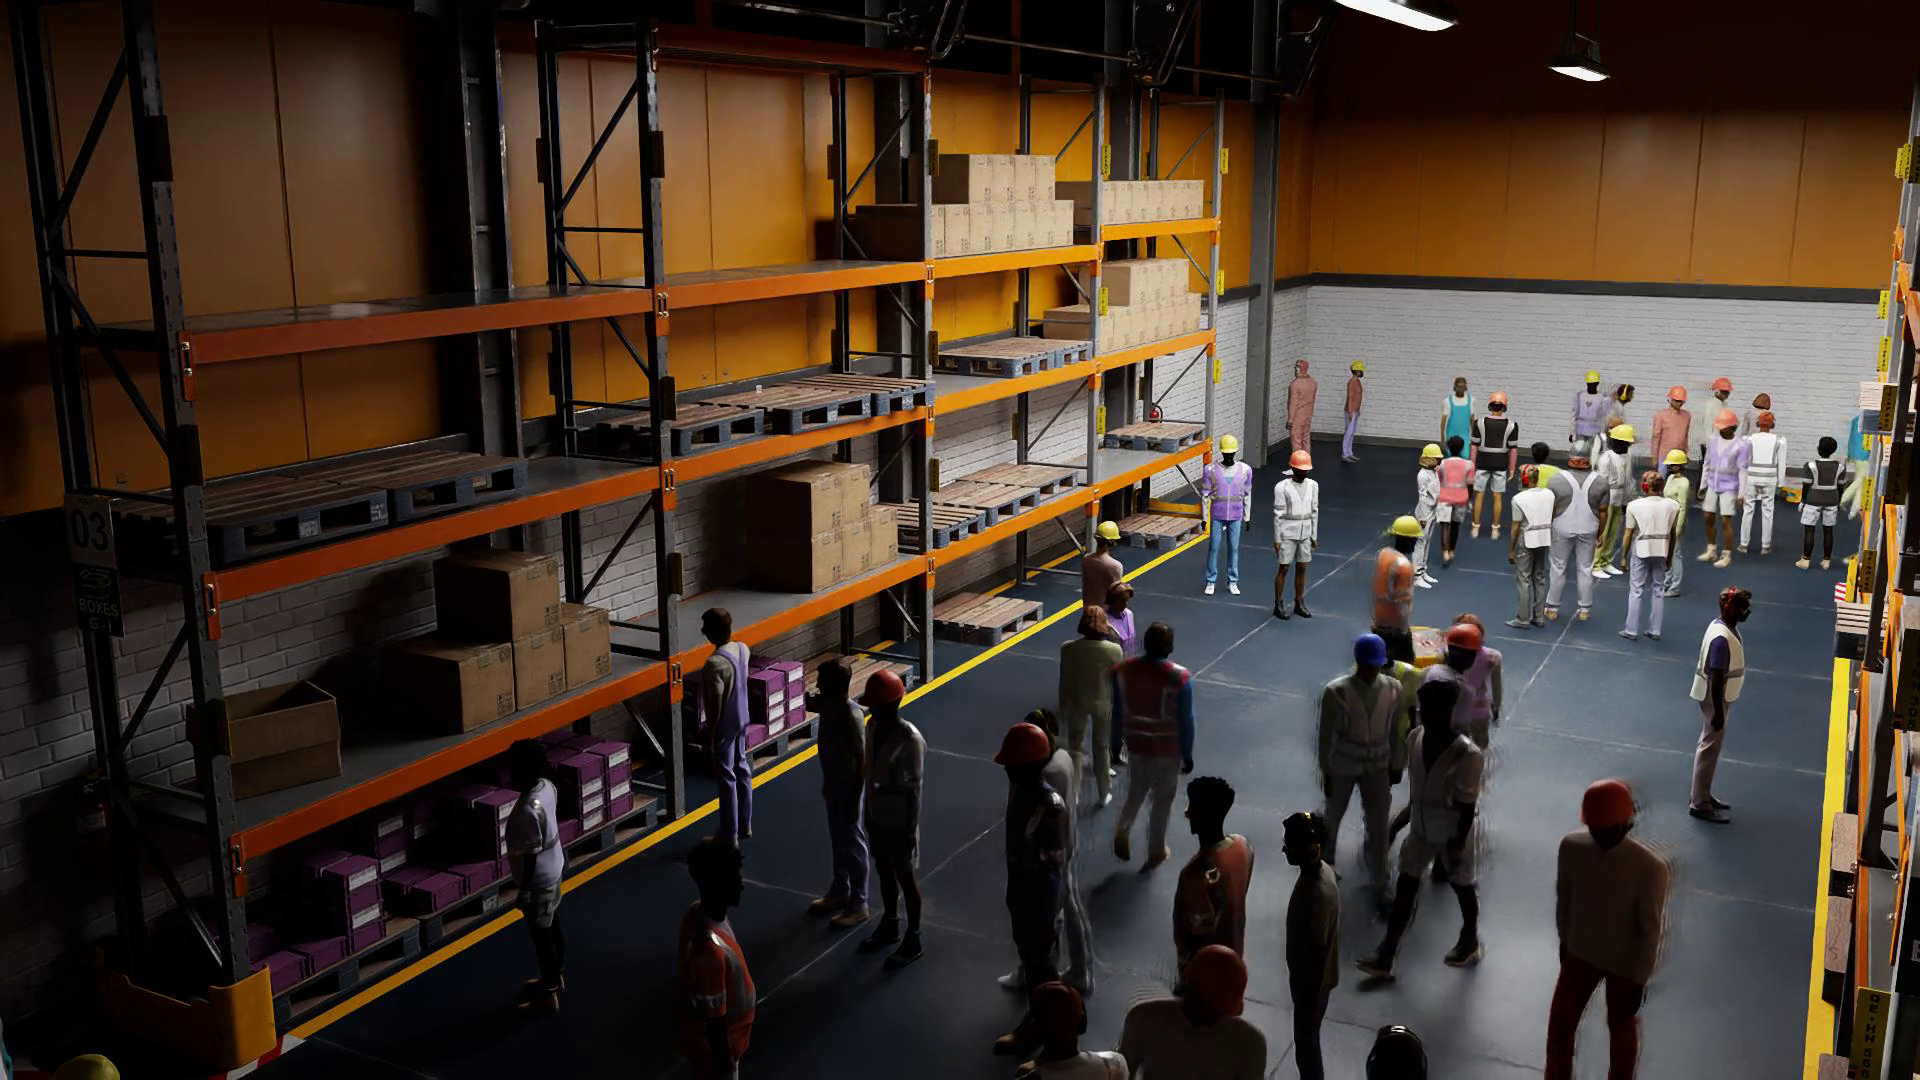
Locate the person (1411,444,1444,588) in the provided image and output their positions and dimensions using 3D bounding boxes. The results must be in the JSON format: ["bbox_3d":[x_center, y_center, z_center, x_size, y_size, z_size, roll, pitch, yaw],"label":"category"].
[{"bbox_3d":[5.665,-0.302,20.134,0.294,1.744,0.486,7,14,29],"label":"person"}]

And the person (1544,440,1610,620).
[{"bbox_3d":[6.867,-0.119,18.641,0.688,2.000,0.539,2,13,8],"label":"person"}]

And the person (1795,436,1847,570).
[{"bbox_3d":[10.845,-0.465,20.957,0.541,1.700,0.315,1,13,4],"label":"person"}]

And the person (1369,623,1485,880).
[{"bbox_3d":[3.297,1.517,11.635,0.728,1.900,0.584,-4,13,-19],"label":"person"}]

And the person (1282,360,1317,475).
[{"bbox_3d":[5.593,-2.020,27.455,0.648,1.907,0.409,-12,18,-44],"label":"person"}]

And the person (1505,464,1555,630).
[{"bbox_3d":[6.258,0.078,18.255,0.561,1.827,0.423,-6,14,-25],"label":"person"}]

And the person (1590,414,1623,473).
[{"bbox_3d":[9.138,-0.971,23.420,0.547,1.618,0.423,0,13,2],"label":"person"}]

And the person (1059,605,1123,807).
[{"bbox_3d":[1.032,1.317,13.159,0.506,1.624,0.297,1,13,5],"label":"person"}]

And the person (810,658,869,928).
[{"bbox_3d":[-0.789,1.669,11.087,0.351,1.843,0.506,-6,14,-27],"label":"person"}]

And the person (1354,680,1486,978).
[{"bbox_3d":[2.945,1.803,10.323,1.000,1.913,0.632,-8,15,-33],"label":"person"}]

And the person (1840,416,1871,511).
[{"bbox_3d":[13.297,-1.274,24.566,0.621,1.714,0.592,1,13,3],"label":"person"}]

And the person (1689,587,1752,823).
[{"bbox_3d":[5.882,1.254,12.935,0.372,1.843,0.570,6,14,26],"label":"person"}]

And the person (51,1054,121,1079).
[{"bbox_3d":[-3.215,2.769,6.215,0.403,1.824,0.591,0,13,0],"label":"person"}]

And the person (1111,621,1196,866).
[{"bbox_3d":[1.373,1.488,11.935,0.651,1.822,0.536,8,15,32],"label":"person"}]

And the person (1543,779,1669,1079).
[{"bbox_3d":[3.271,2.175,8.549,0.619,1.961,0.816,12,17,43],"label":"person"}]

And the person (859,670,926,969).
[{"bbox_3d":[-0.456,1.747,10.544,0.381,1.928,0.546,-10,16,-37],"label":"person"}]

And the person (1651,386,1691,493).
[{"bbox_3d":[10.086,-1.203,23.602,0.617,1.990,0.393,-4,13,-16],"label":"person"}]

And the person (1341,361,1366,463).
[{"bbox_3d":[6.803,-2.217,28.675,0.340,1.760,0.527,6,14,27],"label":"person"}]

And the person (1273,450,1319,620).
[{"bbox_3d":[3.770,-0.059,18.631,0.546,1.929,0.387,-4,13,-19],"label":"person"}]

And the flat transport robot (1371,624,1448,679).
[{"bbox_3d":[4.728,1.128,17.053,0.652,0.197,1.431,-1,13,-4],"label":"flat transport robot"}]

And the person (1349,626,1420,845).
[{"bbox_3d":[3.176,1.419,12.559,0.540,1.673,0.643,3,13,11],"label":"person"}]

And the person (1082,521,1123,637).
[{"bbox_3d":[1.360,0.689,15.668,0.337,1.760,0.528,-10,16,-37],"label":"person"}]

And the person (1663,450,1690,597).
[{"bbox_3d":[8.413,-0.199,19.647,0.333,1.760,0.526,1,13,4],"label":"person"}]

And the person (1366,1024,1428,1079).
[{"bbox_3d":[1.641,2.724,6.371,0.502,1.841,0.349,0,13,2],"label":"person"}]

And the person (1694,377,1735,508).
[{"bbox_3d":[11.199,-1.418,24.587,0.662,1.974,0.571,-11,16,-40],"label":"person"}]

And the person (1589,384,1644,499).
[{"bbox_3d":[9.887,-1.496,25.395,1.048,1.796,0.581,1,13,2],"label":"person"}]

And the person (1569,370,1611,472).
[{"bbox_3d":[9.783,-1.680,25.886,0.585,1.929,0.371,8,15,33],"label":"person"}]

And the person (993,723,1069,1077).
[{"bbox_3d":[0.384,1.986,9.249,0.417,2.034,0.604,-5,13,-20],"label":"person"}]

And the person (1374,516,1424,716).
[{"bbox_3d":[3.948,0.703,15.245,0.666,1.905,0.605,-2,13,-7],"label":"person"}]

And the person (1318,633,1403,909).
[{"bbox_3d":[2.761,1.554,11.490,0.624,1.899,0.995,-2,13,-7],"label":"person"}]

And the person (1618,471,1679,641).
[{"bbox_3d":[7.352,0.183,17.750,0.561,1.837,0.388,0,13,-2],"label":"person"}]

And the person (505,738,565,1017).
[{"bbox_3d":[-2.535,1.999,9.935,0.319,1.697,0.533,0,13,-2],"label":"person"}]

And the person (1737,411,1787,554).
[{"bbox_3d":[10.506,-0.753,21.834,0.573,1.883,0.354,6,14,24],"label":"person"}]

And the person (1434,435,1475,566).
[{"bbox_3d":[6.276,-0.502,21.211,0.537,1.668,0.817,2,13,9],"label":"person"}]

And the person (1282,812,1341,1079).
[{"bbox_3d":[1.748,2.253,8.438,0.333,1.860,0.510,1,13,6],"label":"person"}]

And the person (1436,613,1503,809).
[{"bbox_3d":[3.967,1.345,13.040,0.534,1.597,0.786,3,13,11],"label":"person"}]

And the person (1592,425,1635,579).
[{"bbox_3d":[8.074,-0.477,20.541,0.582,1.917,0.402,-11,16,-40],"label":"person"}]

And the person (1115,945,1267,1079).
[{"bbox_3d":[0.955,2.524,7.033,0.680,1.944,0.711,3,13,15],"label":"person"}]

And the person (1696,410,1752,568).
[{"bbox_3d":[9.688,-0.653,21.079,0.515,2.014,0.642,-7,14,-28],"label":"person"}]

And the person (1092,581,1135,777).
[{"bbox_3d":[1.290,1.140,13.915,0.311,1.639,0.513,9,16,36],"label":"person"}]

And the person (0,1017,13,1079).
[{"bbox_3d":[-4.213,2.588,7.004,0.429,1.833,0.637,3,13,12],"label":"person"}]

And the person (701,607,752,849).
[{"bbox_3d":[-1.744,1.390,12.342,0.346,1.840,0.505,5,14,21],"label":"person"}]

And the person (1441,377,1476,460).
[{"bbox_3d":[7.743,-1.610,25.802,0.556,1.817,0.762,2,13,7],"label":"person"}]

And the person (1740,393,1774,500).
[{"bbox_3d":[12.200,-1.434,25.450,0.277,1.631,0.506,-7,15,-30],"label":"person"}]

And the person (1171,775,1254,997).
[{"bbox_3d":[1.278,2.159,8.607,0.361,1.964,0.614,8,15,33],"label":"person"}]

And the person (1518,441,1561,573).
[{"bbox_3d":[7.203,-0.385,20.669,0.542,1.679,0.582,-1,13,-3],"label":"person"}]

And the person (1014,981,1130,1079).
[{"bbox_3d":[0.402,2.642,6.627,0.574,1.887,0.355,-7,14,-29],"label":"person"}]

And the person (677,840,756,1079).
[{"bbox_3d":[-1.132,2.340,7.799,0.367,1.966,0.607,-3,13,-14],"label":"person"}]

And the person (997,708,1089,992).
[{"bbox_3d":[0.477,1.888,10.104,0.701,1.837,0.601,4,13,19],"label":"person"}]

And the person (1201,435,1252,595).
[{"bbox_3d":[3.153,-0.292,19.673,0.594,1.924,0.382,0,13,0],"label":"person"}]

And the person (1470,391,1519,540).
[{"bbox_3d":[7.261,-1.012,22.675,0.613,2.031,0.403,4,13,16],"label":"person"}]
